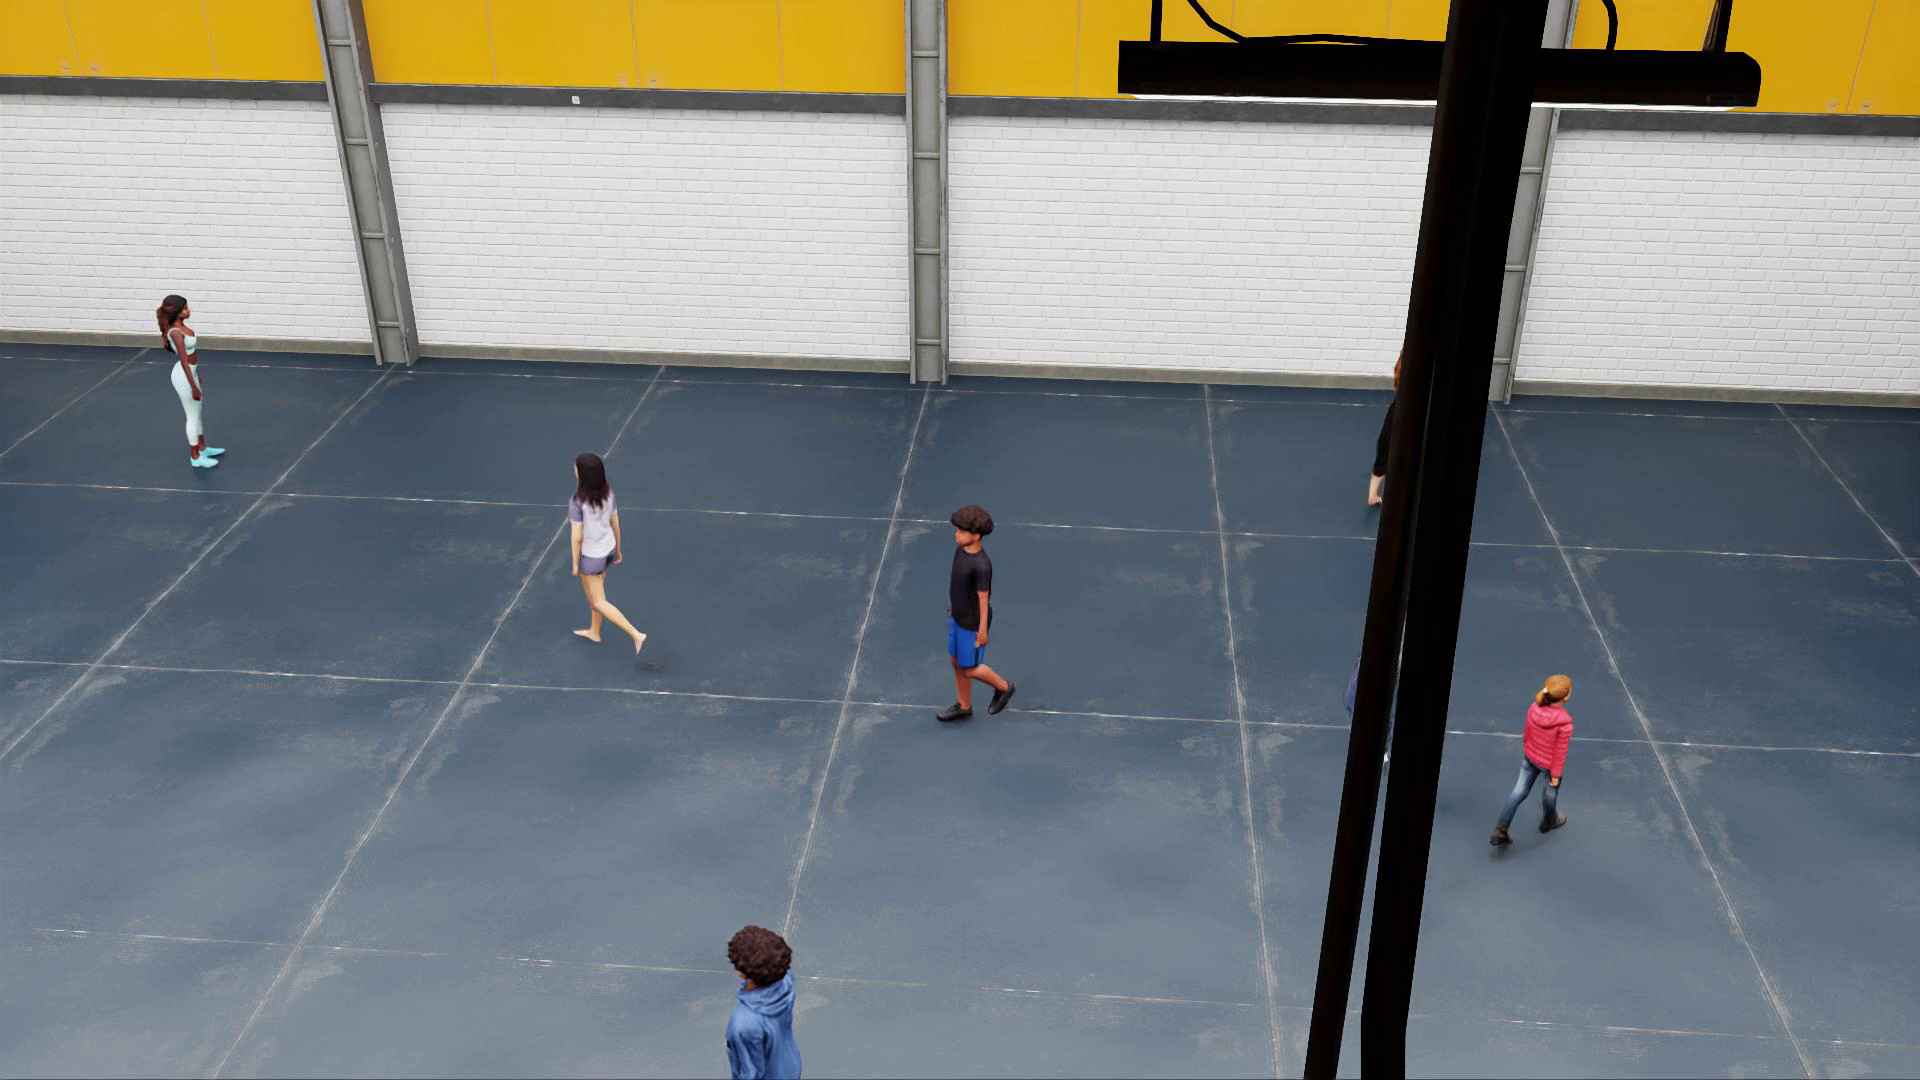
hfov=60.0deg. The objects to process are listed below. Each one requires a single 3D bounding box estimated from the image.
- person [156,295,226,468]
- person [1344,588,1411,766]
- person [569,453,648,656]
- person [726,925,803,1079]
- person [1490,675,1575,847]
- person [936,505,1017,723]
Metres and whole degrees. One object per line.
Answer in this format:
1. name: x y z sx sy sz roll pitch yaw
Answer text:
1. person: -7.431 -1.536 15.993 0.652 1.724 0.639 -10 30 -17
2. person: 3.018 0.887 11.550 0.742 1.725 0.793 -25 37 -38
3. person: -2.770 0.147 12.919 1.116 1.712 0.898 18 33 29
4. person: -0.954 2.638 8.250 0.666 1.811 0.728 10 30 17
5. person: 3.771 1.482 10.916 0.978 1.286 0.866 -17 33 -29
6. person: 0.143 0.545 12.114 0.954 1.784 0.825 -11 30 -19
